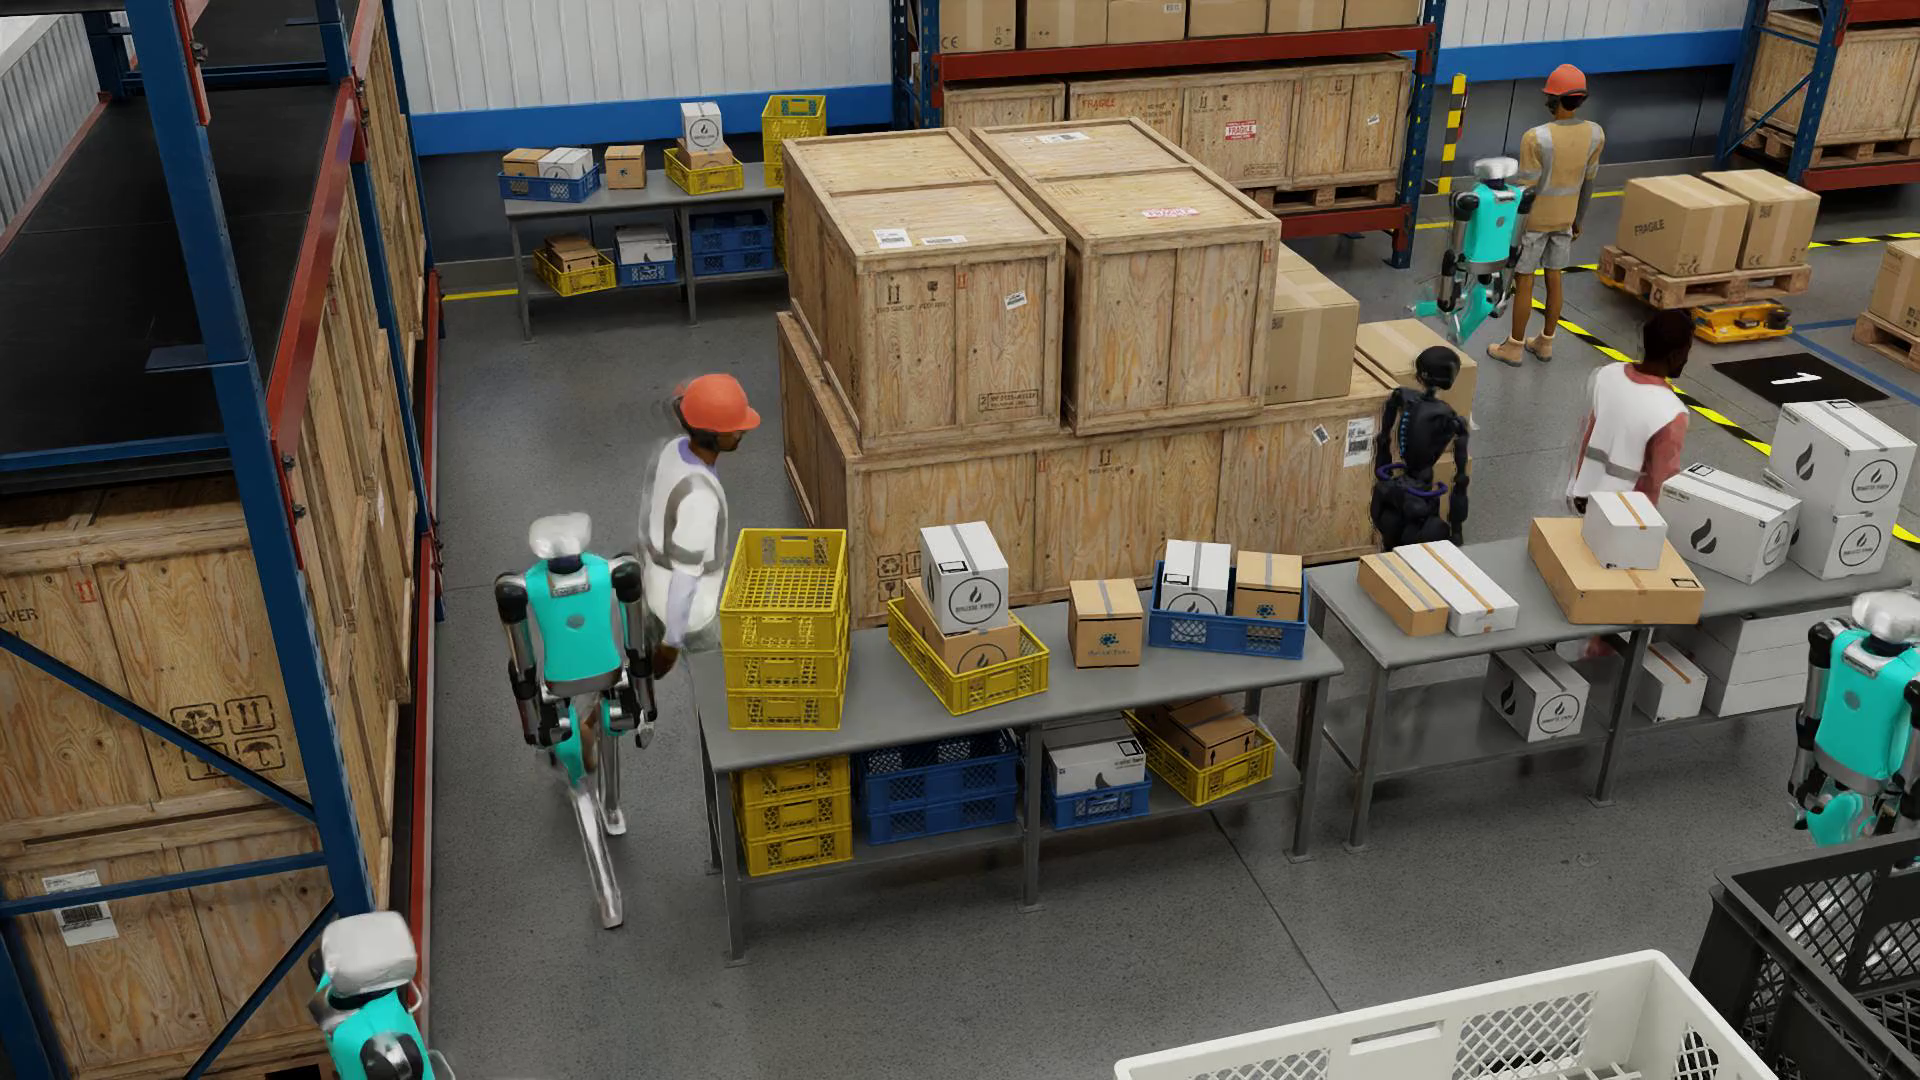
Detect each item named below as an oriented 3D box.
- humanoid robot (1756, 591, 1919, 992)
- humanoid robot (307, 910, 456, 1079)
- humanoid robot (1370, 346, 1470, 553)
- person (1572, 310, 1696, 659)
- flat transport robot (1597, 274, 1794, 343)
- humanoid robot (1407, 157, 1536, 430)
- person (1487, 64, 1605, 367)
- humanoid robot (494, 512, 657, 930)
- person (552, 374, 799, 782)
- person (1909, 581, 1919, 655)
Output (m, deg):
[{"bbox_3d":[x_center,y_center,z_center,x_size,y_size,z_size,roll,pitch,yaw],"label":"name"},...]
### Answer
[{"bbox_3d":[3.274,0.937,5.907,1.032,1.737,0.551,-11,31,-19],"label":"humanoid robot"},{"bbox_3d":[-1.257,1.656,4.636,1.019,1.774,0.536,-19,34,-31],"label":"humanoid robot"},{"bbox_3d":[2.176,-0.161,7.954,0.336,1.659,0.608,-17,33,-28],"label":"humanoid robot"},{"bbox_3d":[3.061,-0.165,7.722,0.474,1.903,0.589,-5,29,-9],"label":"person"},{"bbox_3d":[5.473,-1.836,12.421,0.652,0.197,1.431,-7,30,-13],"label":"flat transport robot"},{"bbox_3d":[3.120,-1.675,10.651,0.543,1.767,0.965,-9,30,-16],"label":"humanoid robot"},{"bbox_3d":[3.939,-2.169,11.218,0.613,2.041,0.375,-9,30,-16],"label":"person"},{"bbox_3d":[-1.496,0.585,6.581,0.538,1.779,1.003,-9,30,-15],"label":"humanoid robot"},{"bbox_3d":[-1.242,0.240,6.909,0.991,1.992,0.641,-10,30,-17],"label":"person"},{"bbox_3d":[4.325,0.231,7.079,0.622,1.837,0.429,-10,30,-18],"label":"person"}]
